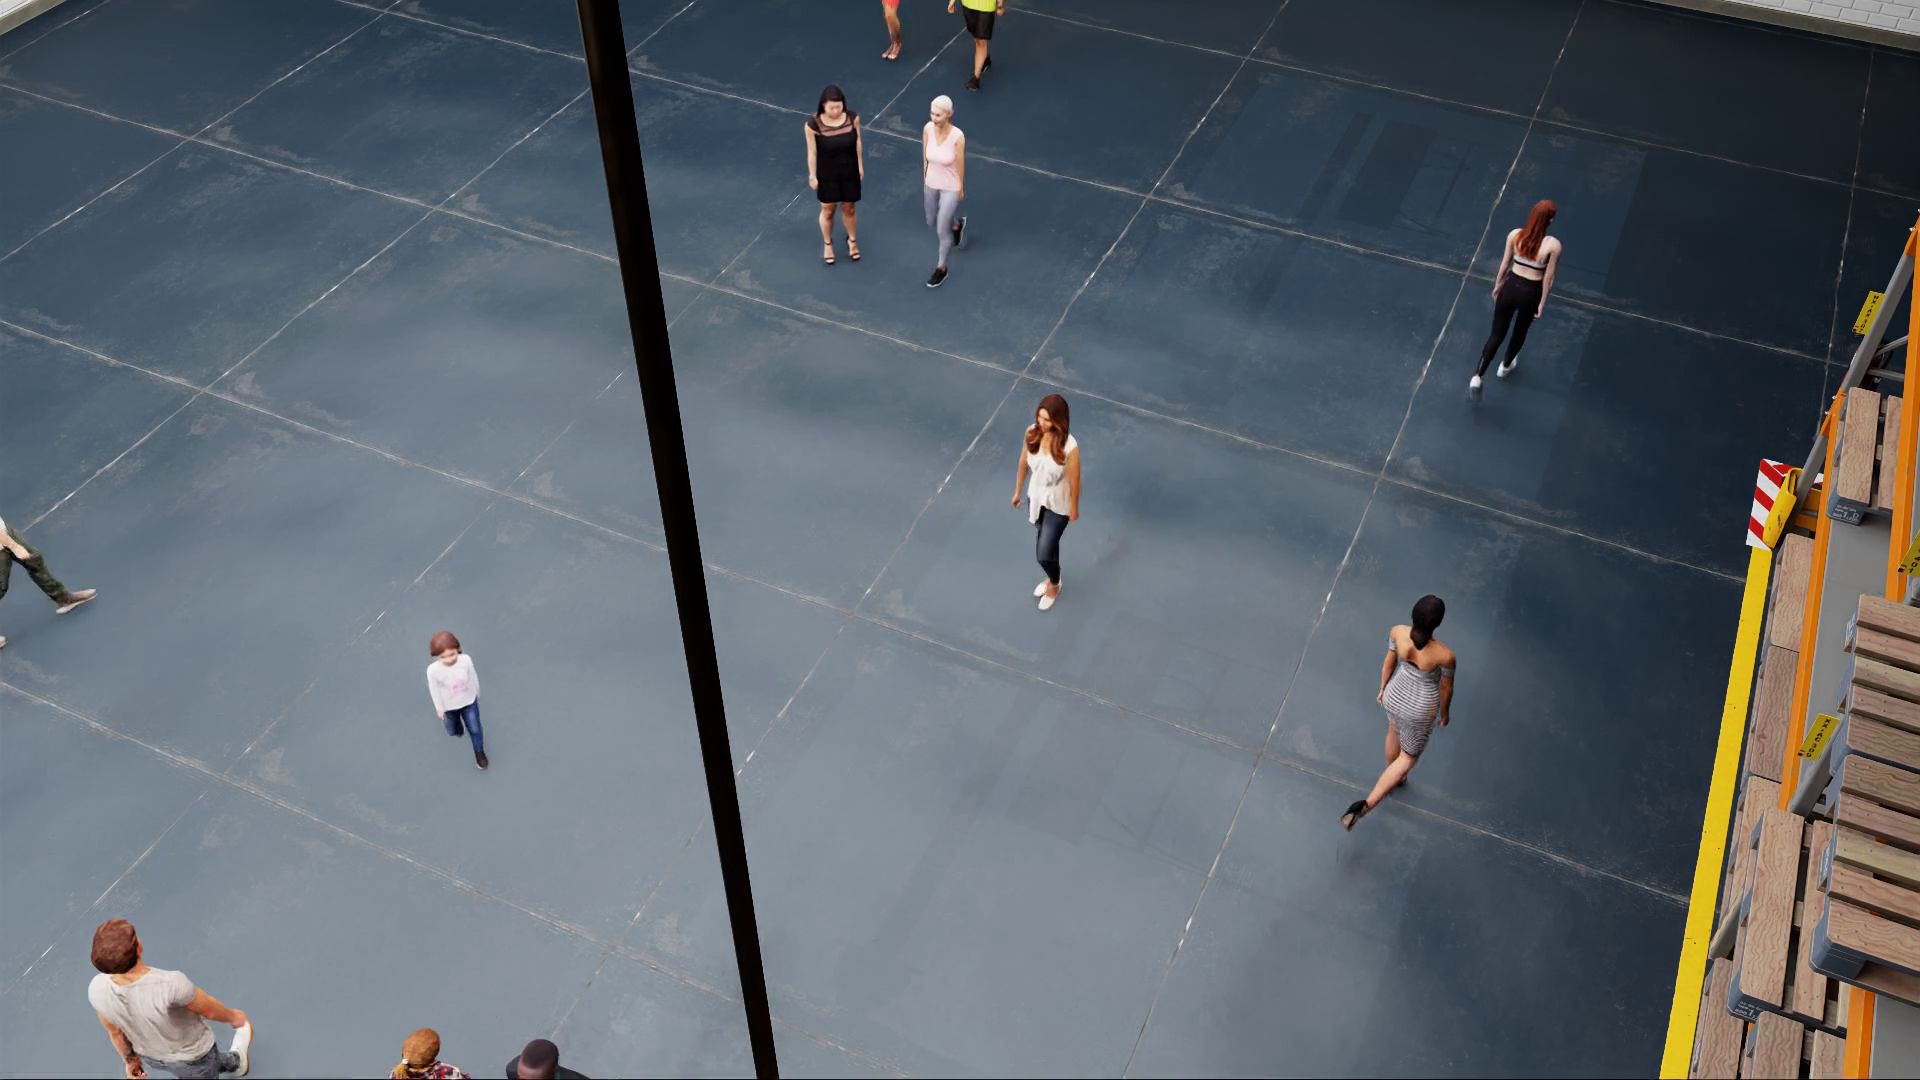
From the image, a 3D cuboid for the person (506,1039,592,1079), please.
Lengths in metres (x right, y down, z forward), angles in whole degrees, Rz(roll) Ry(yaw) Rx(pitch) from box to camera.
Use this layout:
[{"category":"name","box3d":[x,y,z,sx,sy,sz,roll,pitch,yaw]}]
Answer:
[{"category":"person","box3d":[-1.792,2.842,7.969,0.729,1.794,1.174,15,46,16]}]

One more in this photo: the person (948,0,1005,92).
[{"category":"person","box3d":[0.224,-5.461,16.775,0.691,1.671,1.015,22,48,21]}]

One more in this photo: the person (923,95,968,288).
[{"category":"person","box3d":[-0.102,-3.046,14.213,0.614,1.707,0.988,22,48,22]}]

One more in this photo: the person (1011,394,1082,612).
[{"category":"person","box3d":[0.669,-0.311,11.294,0.669,1.774,0.700,34,53,31]}]

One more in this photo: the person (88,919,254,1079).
[{"category":"person","box3d":[-3.879,2.586,8.203,0.951,1.843,1.292,3,44,3]}]

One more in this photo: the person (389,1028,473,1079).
[{"category":"person","box3d":[-2.602,2.905,8.273,0.627,1.284,0.675,1,44,1]}]

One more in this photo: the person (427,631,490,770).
[{"category":"person","box3d":[-3.171,0.961,10.445,0.665,1.103,0.705,-19,47,-19]}]

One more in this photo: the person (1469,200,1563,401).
[{"category":"person","box3d":[4.318,-1.842,12.941,0.731,1.719,1.136,27,50,25]}]

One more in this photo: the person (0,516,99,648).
[{"category":"person","box3d":[-6.485,0.069,11.008,1.186,1.619,0.960,-25,49,-24]}]

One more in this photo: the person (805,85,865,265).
[{"category":"person","box3d":[-1.071,-3.150,14.320,0.742,1.711,0.802,-14,45,-14]}]

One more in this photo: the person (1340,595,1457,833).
[{"category":"person","box3d":[2.618,1.054,9.841,1.088,1.802,0.847,-33,53,-30]}]
